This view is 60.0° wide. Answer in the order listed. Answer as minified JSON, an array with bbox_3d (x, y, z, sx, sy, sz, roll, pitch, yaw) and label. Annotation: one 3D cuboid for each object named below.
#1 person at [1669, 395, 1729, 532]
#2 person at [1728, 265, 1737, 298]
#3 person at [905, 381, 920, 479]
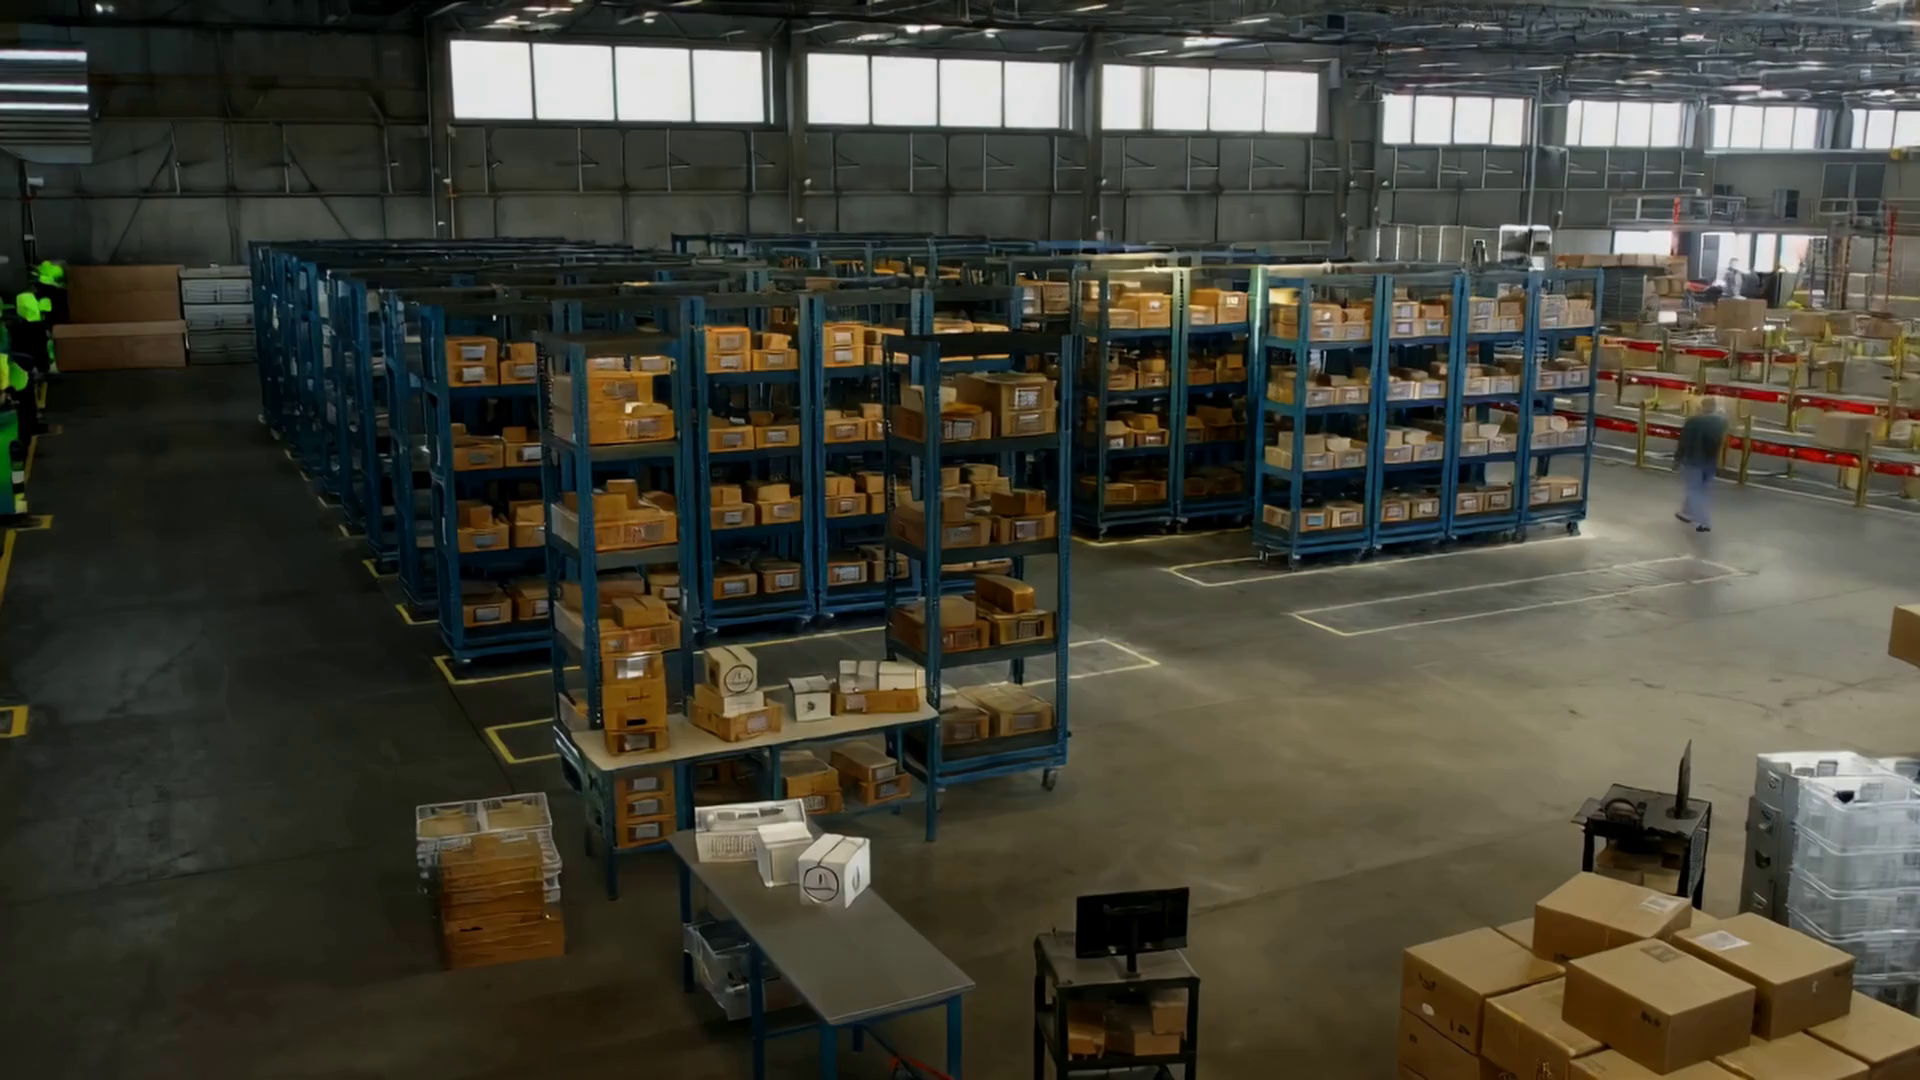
[{"bbox_3d":[10.169,-1.067,22.918,0.660,1.855,0.999,-2,12,-11],"label":"person"},{"bbox_3d":[28.897,-9.429,62.315,0.322,1.735,0.486,5,13,22],"label":"person"},{"bbox_3d":[-0.588,-1.203,23.162,0.623,2.023,0.465,-6,13,-26],"label":"person"}]
